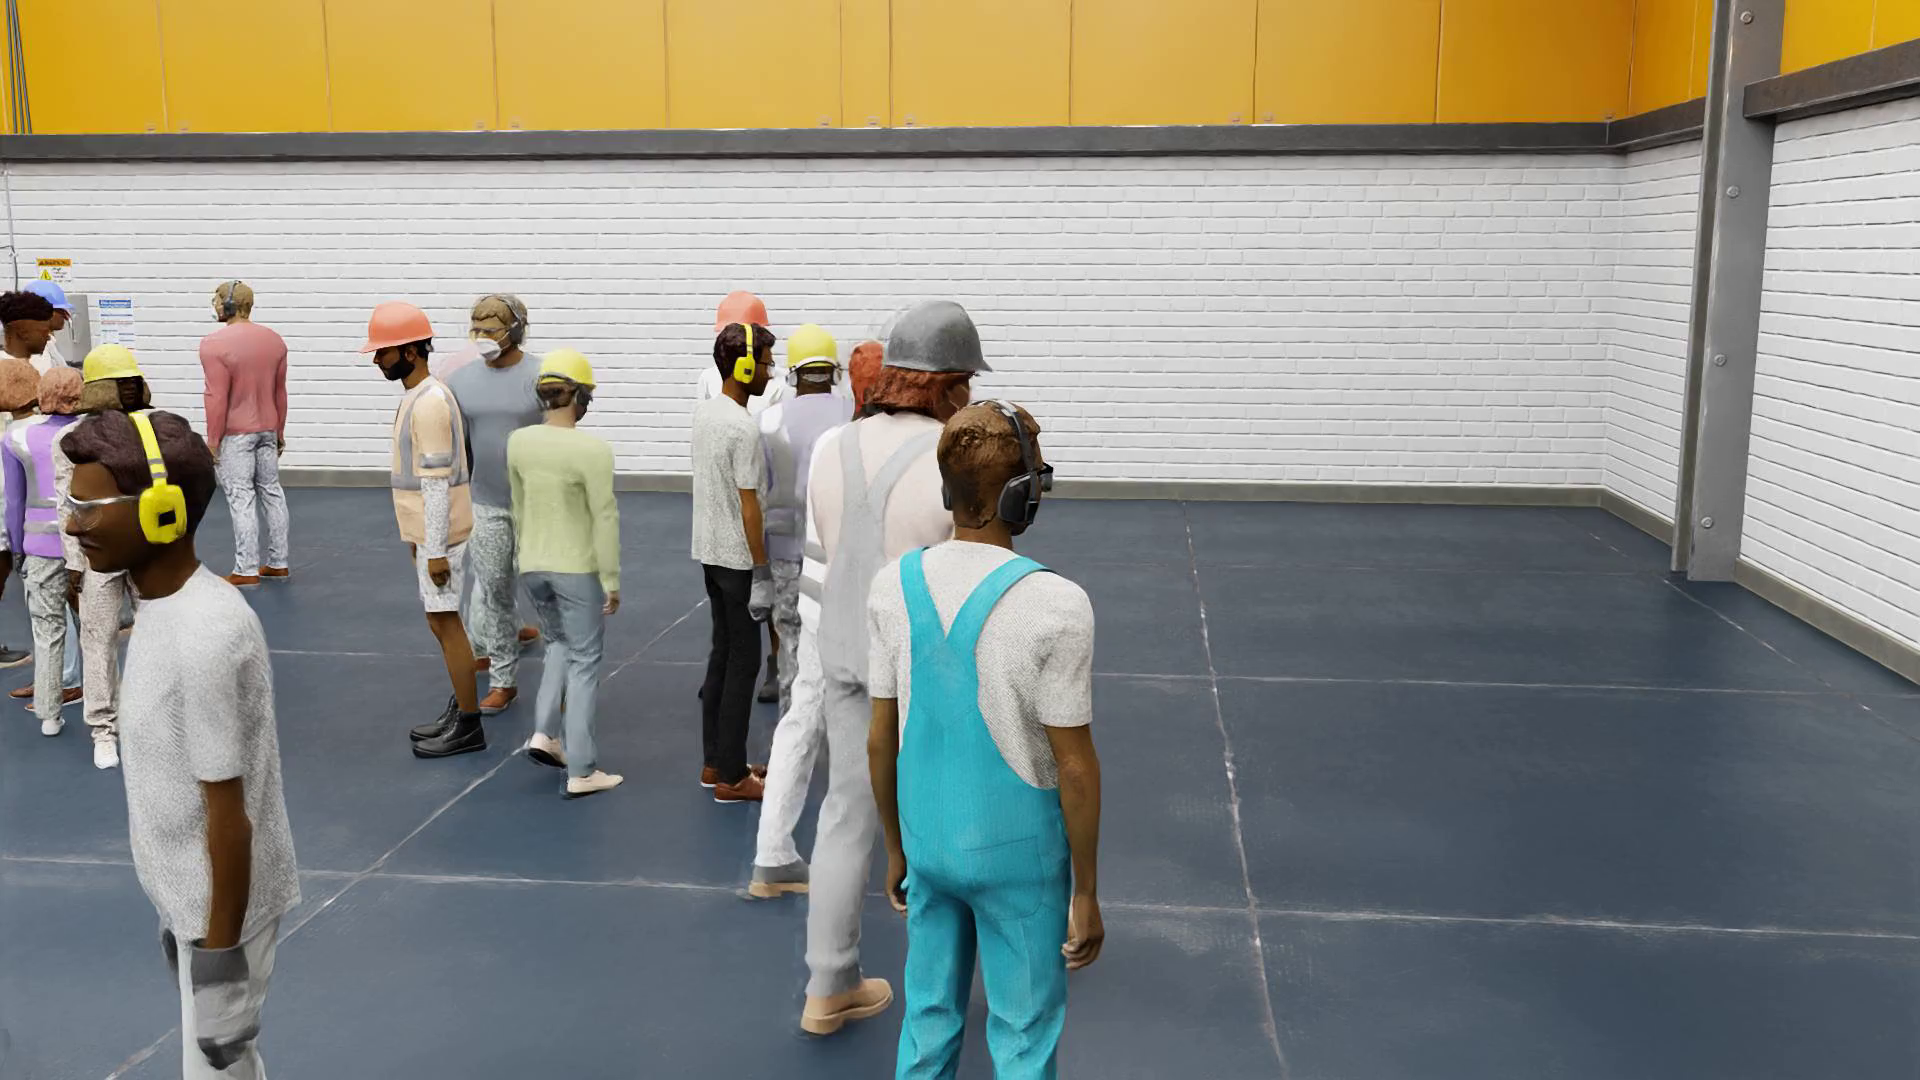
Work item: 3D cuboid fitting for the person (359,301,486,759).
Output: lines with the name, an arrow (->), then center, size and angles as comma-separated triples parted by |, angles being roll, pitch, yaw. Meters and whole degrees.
person -> -2.255, -0.035, 6.982 | 0.420, 1.920, 0.547 | -4, 11, -20

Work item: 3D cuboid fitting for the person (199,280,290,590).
person -> -4.492, -0.657, 10.461 | 0.359, 1.939, 0.635 | 4, 11, 22

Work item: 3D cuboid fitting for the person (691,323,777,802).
person -> -0.851, 0.093, 6.419 | 0.348, 1.855, 0.532 | -6, 11, -29

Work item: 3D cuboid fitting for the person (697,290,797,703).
person -> -1.004, -0.196, 7.831 | 0.543, 1.939, 0.355 | 3, 10, 15

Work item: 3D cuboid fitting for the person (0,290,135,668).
person -> -4.707, -0.314, 8.538 | 0.933, 1.917, 0.613 | -6, 12, -32

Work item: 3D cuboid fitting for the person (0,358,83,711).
person -> -4.316, -0.028, 7.737 | 0.265, 1.632, 0.508 | -8, 13, -39

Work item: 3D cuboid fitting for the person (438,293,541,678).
person -> -2.277, -0.292, 8.468 | 0.638, 1.901, 0.869 | 5, 11, 27

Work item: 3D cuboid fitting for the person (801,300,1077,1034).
person -> -0.062, 0.309, 4.641 | 0.696, 2.000, 0.998 | 9, 13, 41

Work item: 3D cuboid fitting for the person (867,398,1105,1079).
person -> 0.057, 0.643, 3.290 | 0.509, 1.846, 0.342 | 6, 12, 32

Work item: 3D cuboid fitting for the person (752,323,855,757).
person -> -0.591, 0.023, 6.896 | 0.595, 1.826, 0.403 | -3, 10, -15

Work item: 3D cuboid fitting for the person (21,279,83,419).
person -> -5.507, -0.596, 10.089 | 0.391, 1.948, 0.605 | -6, 12, -30

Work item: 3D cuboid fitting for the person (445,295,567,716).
person -> -2.042, -0.146, 7.591 | 0.635, 1.927, 0.372 | 2, 10, 10

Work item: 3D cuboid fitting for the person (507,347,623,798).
person -> -1.549, 0.123, 6.558 | 0.544, 1.744, 0.446 | 5, 11, 28

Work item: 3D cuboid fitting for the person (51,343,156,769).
person -> -3.466, 0.060, 6.913 | 0.284, 1.746, 0.489 | 10, 14, 44

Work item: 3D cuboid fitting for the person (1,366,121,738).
person -> -3.872, 0.054, 7.275 | 0.520, 1.630, 0.324 | -4, 11, -19

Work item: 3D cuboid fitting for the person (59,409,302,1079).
person -> -1.359, 0.690, 2.989 | 0.321, 1.860, 0.526 | -5, 11, -28
